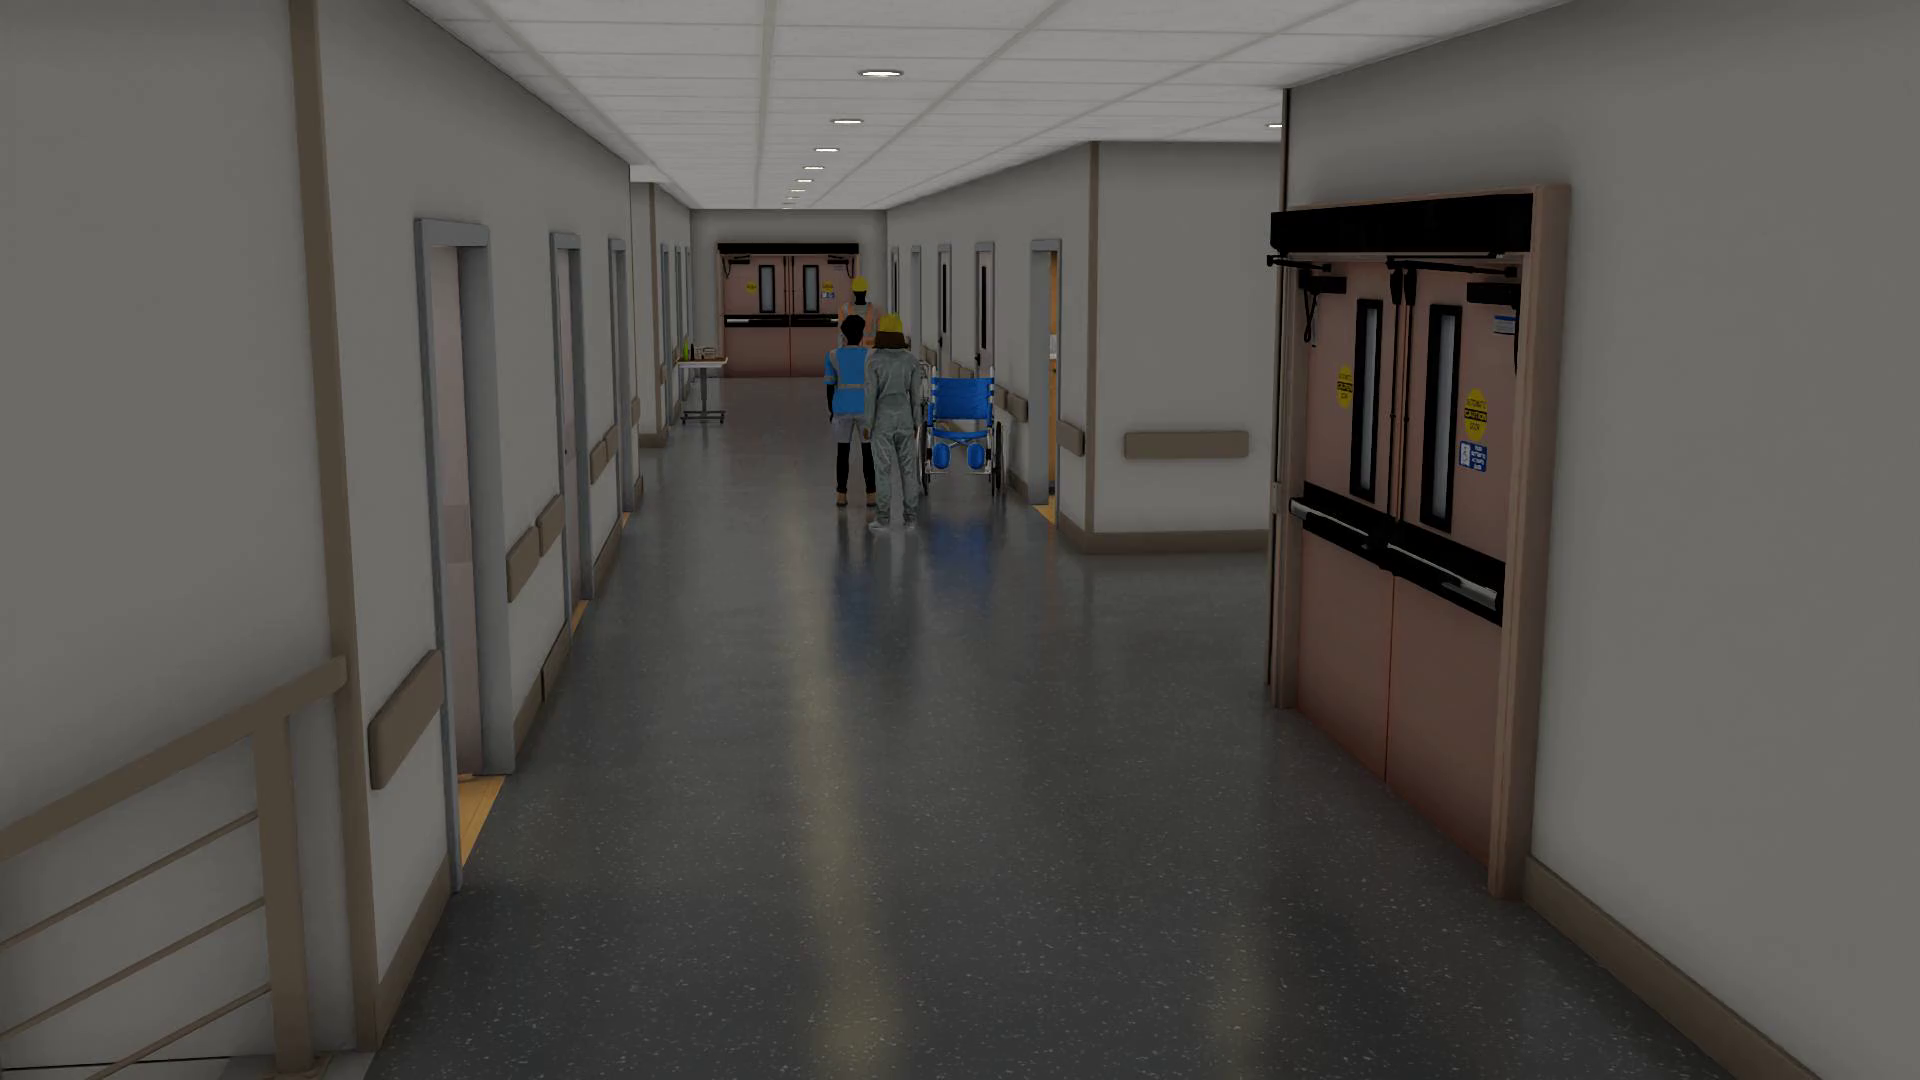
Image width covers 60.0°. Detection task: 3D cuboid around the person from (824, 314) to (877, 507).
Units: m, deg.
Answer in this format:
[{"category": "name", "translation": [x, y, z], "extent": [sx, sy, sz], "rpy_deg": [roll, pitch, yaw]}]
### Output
[{"category": "person", "translation": [-0.922, -1.126, 14.607], "extent": [0.531, 1.692, 0.320], "rpy_deg": [1, 10, 6]}]

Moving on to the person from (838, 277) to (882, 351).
[{"category": "person", "translation": [-1.288, -2.449, 21.623], "extent": [0.593, 1.925, 0.384], "rpy_deg": [-2, 10, -12]}]

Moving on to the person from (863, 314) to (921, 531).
[{"category": "person", "translation": [-0.557, -0.947, 13.412], "extent": [0.494, 1.743, 0.306], "rpy_deg": [-5, 11, -25]}]
